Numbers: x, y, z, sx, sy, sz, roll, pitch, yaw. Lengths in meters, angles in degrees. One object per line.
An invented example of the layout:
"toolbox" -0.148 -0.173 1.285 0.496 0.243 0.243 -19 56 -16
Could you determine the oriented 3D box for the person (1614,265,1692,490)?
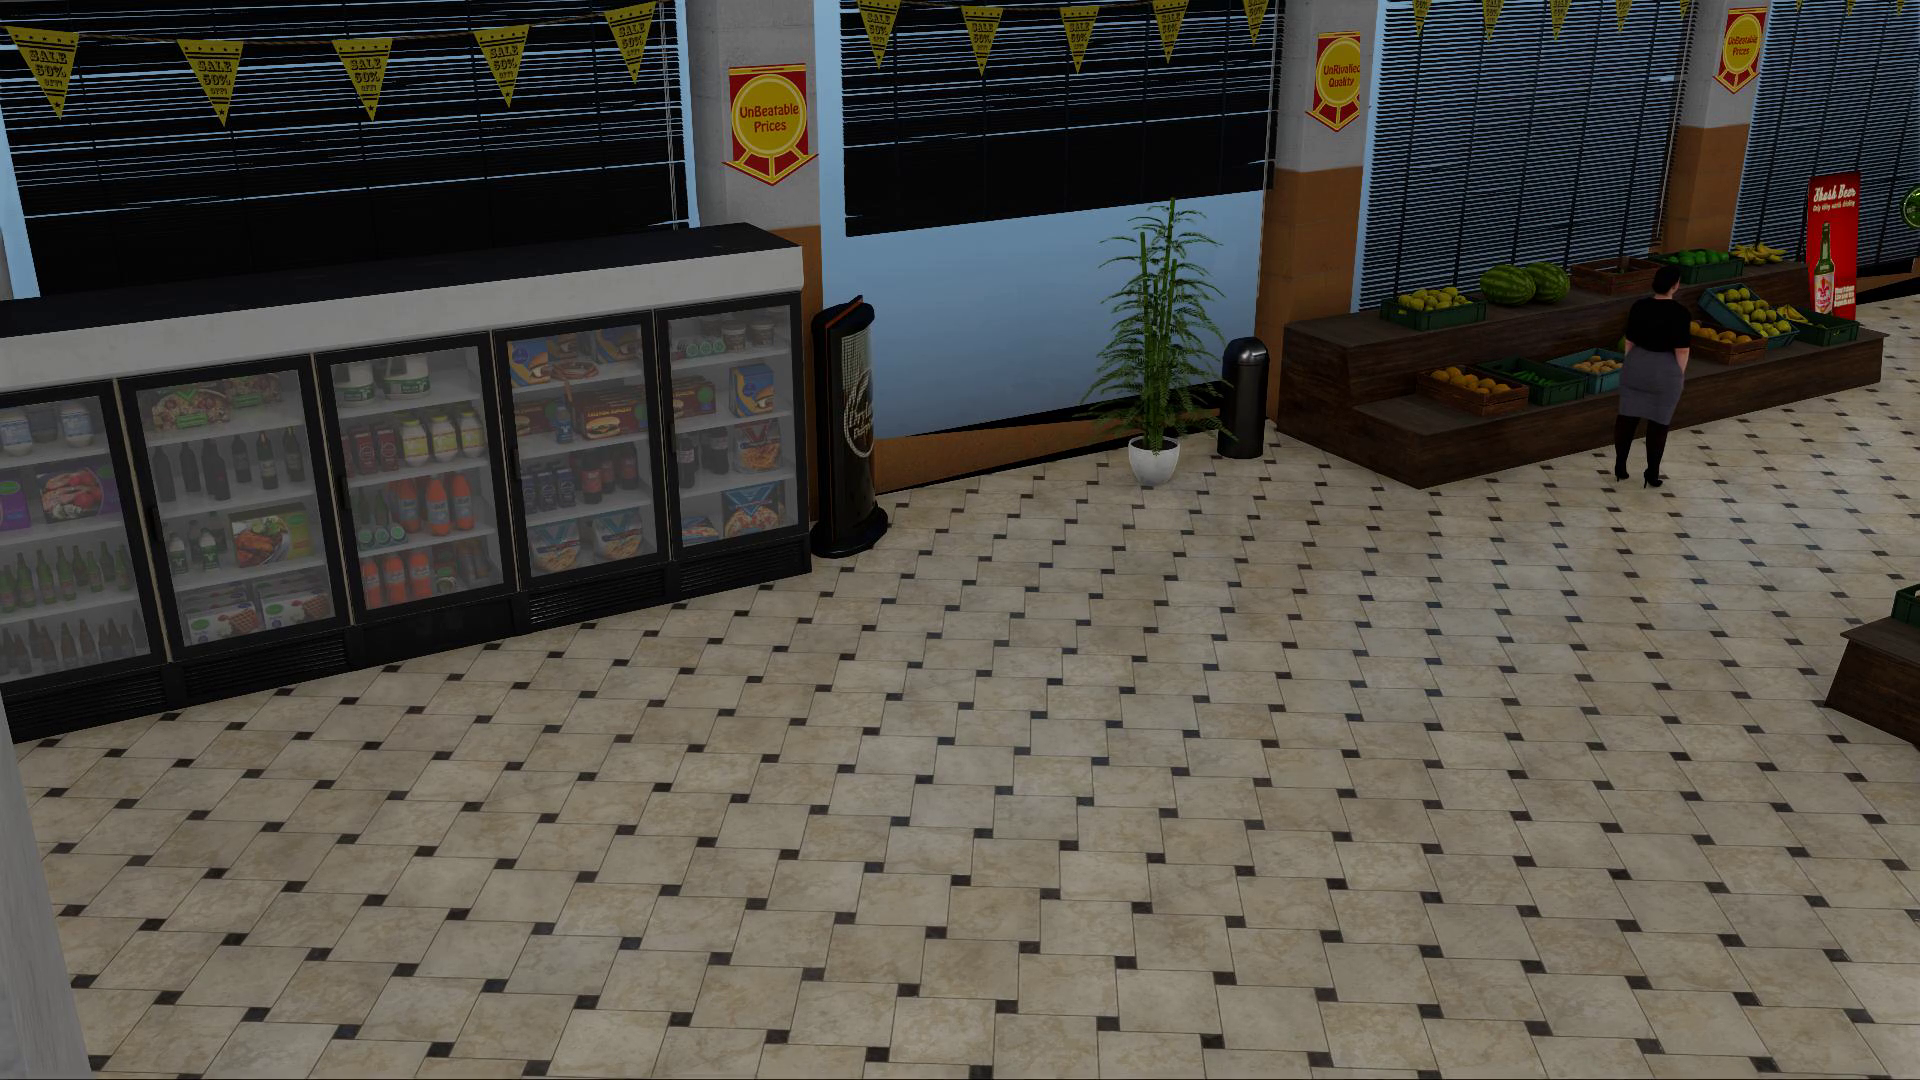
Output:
"person" 5.411 -1.280 13.012 0.677 1.760 0.707 -18 28 -37
